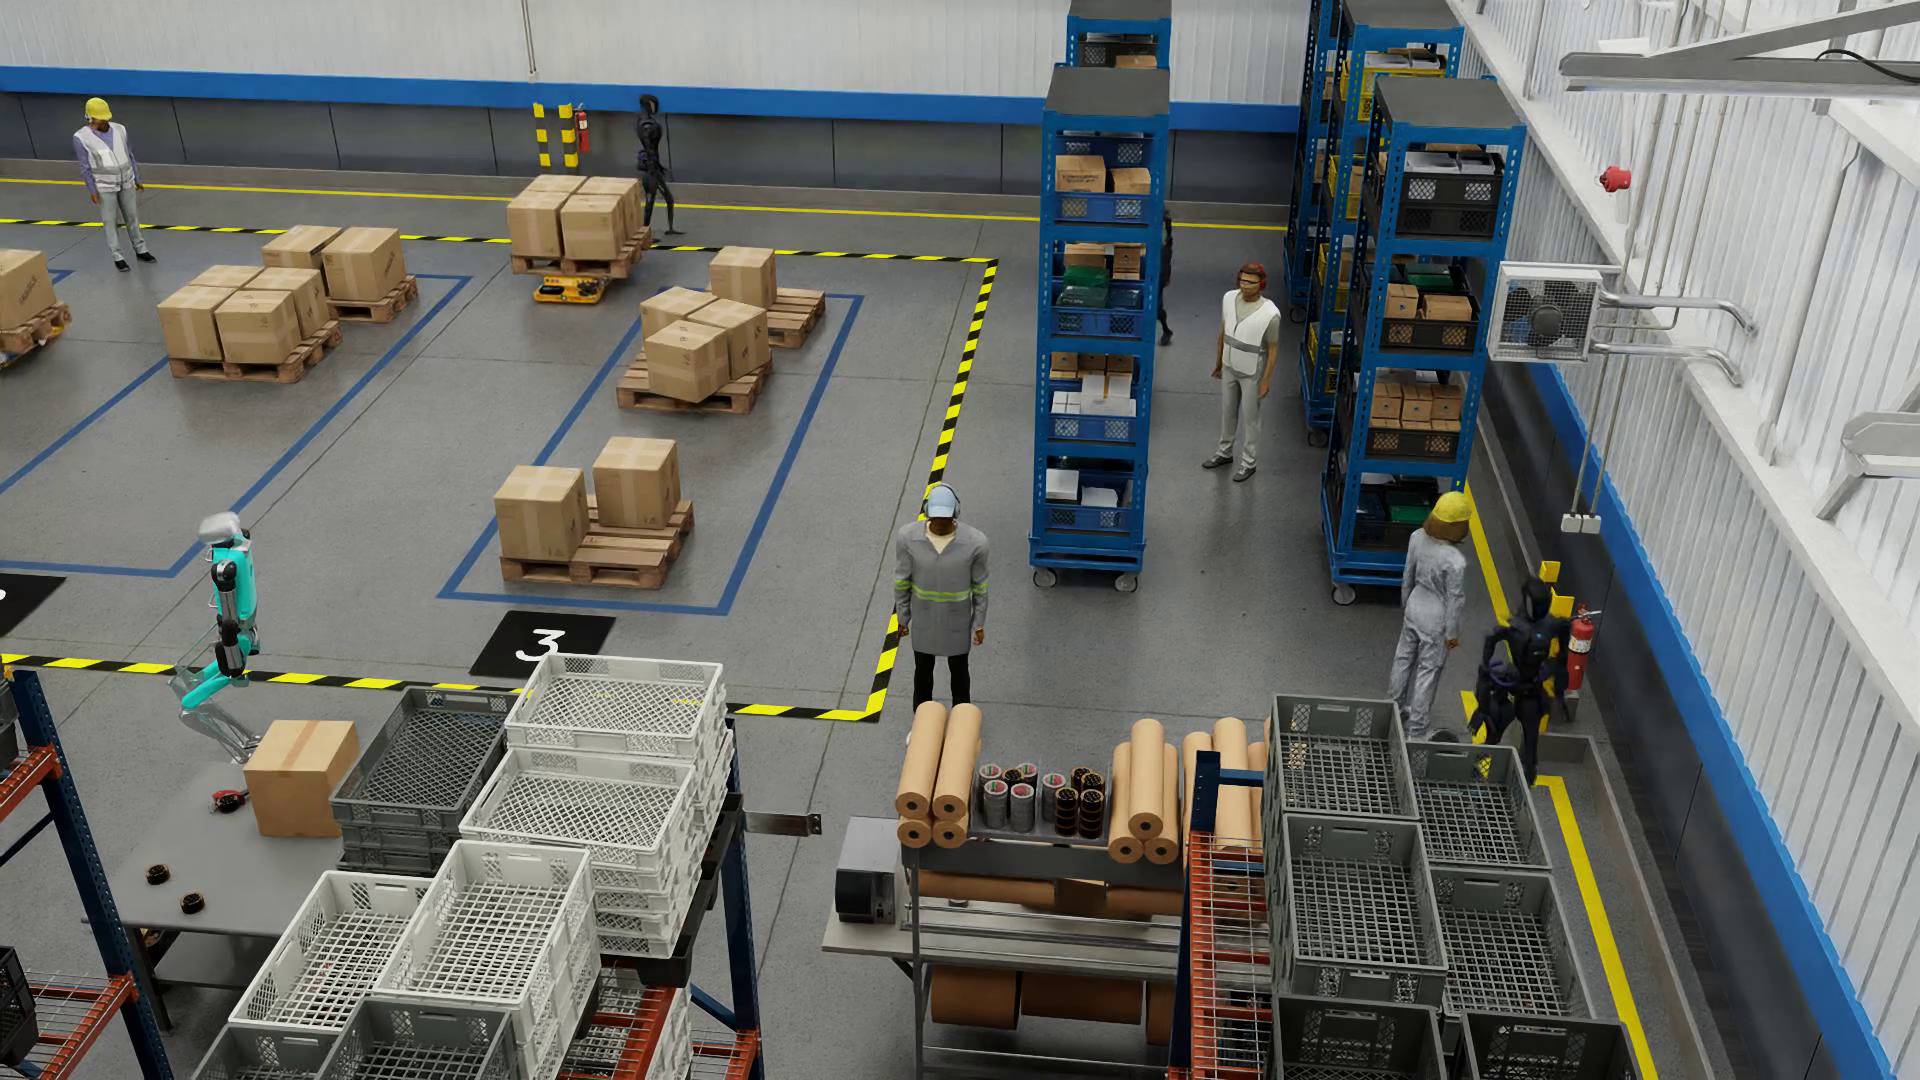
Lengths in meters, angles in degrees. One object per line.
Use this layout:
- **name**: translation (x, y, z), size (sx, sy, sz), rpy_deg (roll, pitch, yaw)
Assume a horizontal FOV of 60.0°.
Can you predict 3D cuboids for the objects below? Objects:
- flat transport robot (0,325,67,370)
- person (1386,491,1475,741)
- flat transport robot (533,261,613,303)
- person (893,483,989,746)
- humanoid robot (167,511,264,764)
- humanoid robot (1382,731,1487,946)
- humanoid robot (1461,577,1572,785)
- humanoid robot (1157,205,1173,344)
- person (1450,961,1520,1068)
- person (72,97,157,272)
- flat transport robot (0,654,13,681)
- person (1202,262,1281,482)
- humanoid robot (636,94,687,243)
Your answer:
- **flat transport robot**: translation (-9.226, -1.843, 15.812), size (0.652, 0.197, 1.431), rpy_deg (3, 30, 6)
- **person**: translation (2.954, 0.473, 10.394), size (0.318, 1.742, 0.492), rpy_deg (-13, 33, -22)
- **flat transport robot**: translation (-3.965, -2.864, 17.565), size (0.652, 0.197, 1.431), rpy_deg (3, 30, 6)
- **person**: translation (-0.119, 0.479, 10.276), size (0.590, 1.852, 0.372), rpy_deg (3, 30, 6)
- **humanoid robot**: translation (-4.519, 0.623, 10.007), size (0.735, 1.681, 0.533), rpy_deg (-5, 31, -9)
- **humanoid robot**: translation (2.404, 1.616, 8.508), size (0.598, 1.642, 0.471), rpy_deg (2, 30, 4)
- **humanoid robot**: translation (3.274, 0.887, 9.793), size (0.600, 1.641, 0.690), rpy_deg (-5, 31, -9)
- **humanoid robot**: translation (1.842, -2.704, 15.912), size (0.377, 1.642, 0.603), rpy_deg (-22, 37, -33)
- **person**: translation (2.189, 2.470, 6.902), size (0.997, 1.808, 0.492), rpy_deg (9, 31, 15)
- **person**: translation (-8.949, -3.774, 17.606), size (0.403, 1.827, 0.587), rpy_deg (20, 36, 30)
- **flat transport robot**: translation (-7.142, 0.969, 11.010), size (1.431, 0.231, 0.659), rpy_deg (3, 30, 6)
- **person**: translation (2.301, -1.379, 13.468), size (0.378, 1.849, 0.568), rpy_deg (-24, 38, -35)
- **humanoid robot**: translation (-3.353, -4.079, 18.285), size (0.541, 1.641, 0.613), rpy_deg (-2, 30, -3)
